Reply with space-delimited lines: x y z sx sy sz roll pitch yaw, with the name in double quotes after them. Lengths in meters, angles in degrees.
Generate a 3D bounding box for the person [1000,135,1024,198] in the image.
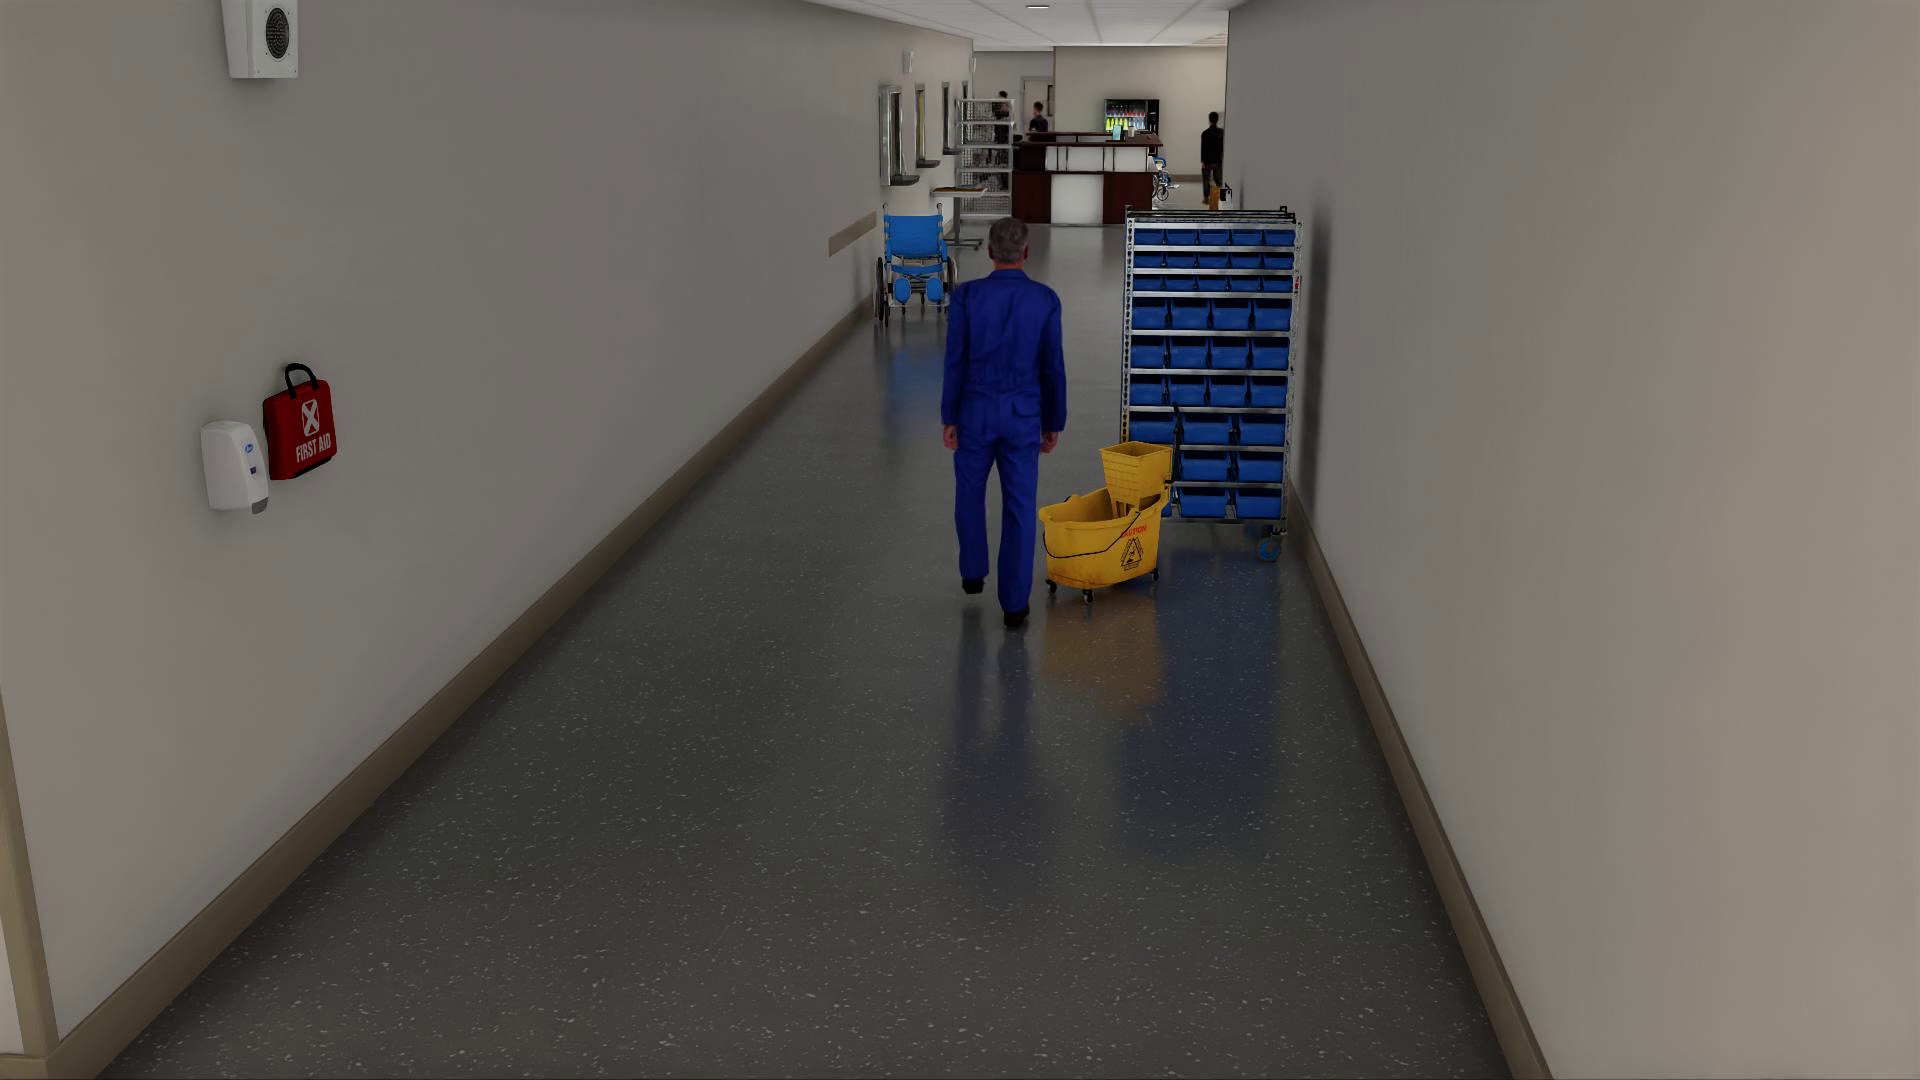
1.064 -7.358 32.779 0.863 1.211 0.663 -4 16 -14 "person"

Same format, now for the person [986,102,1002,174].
0.878 -9.597 39.788 1.191 1.755 1.065 -7 17 -22 "person"

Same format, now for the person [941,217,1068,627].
0.177 -0.516 7.504 0.776 1.796 0.817 0 16 1 "person"

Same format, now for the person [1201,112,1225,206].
4.718 -7.043 30.832 0.962 1.701 0.797 -1 16 -5 "person"

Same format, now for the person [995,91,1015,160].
1.313 -11.508 46.273 0.822 1.916 0.795 1 16 4 "person"

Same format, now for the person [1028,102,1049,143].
1.678 -8.054 34.218 1.236 1.809 1.098 13 21 39 "person"

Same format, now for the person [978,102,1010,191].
0.787 -7.954 33.709 1.013 1.892 0.693 2 16 7 "person"
